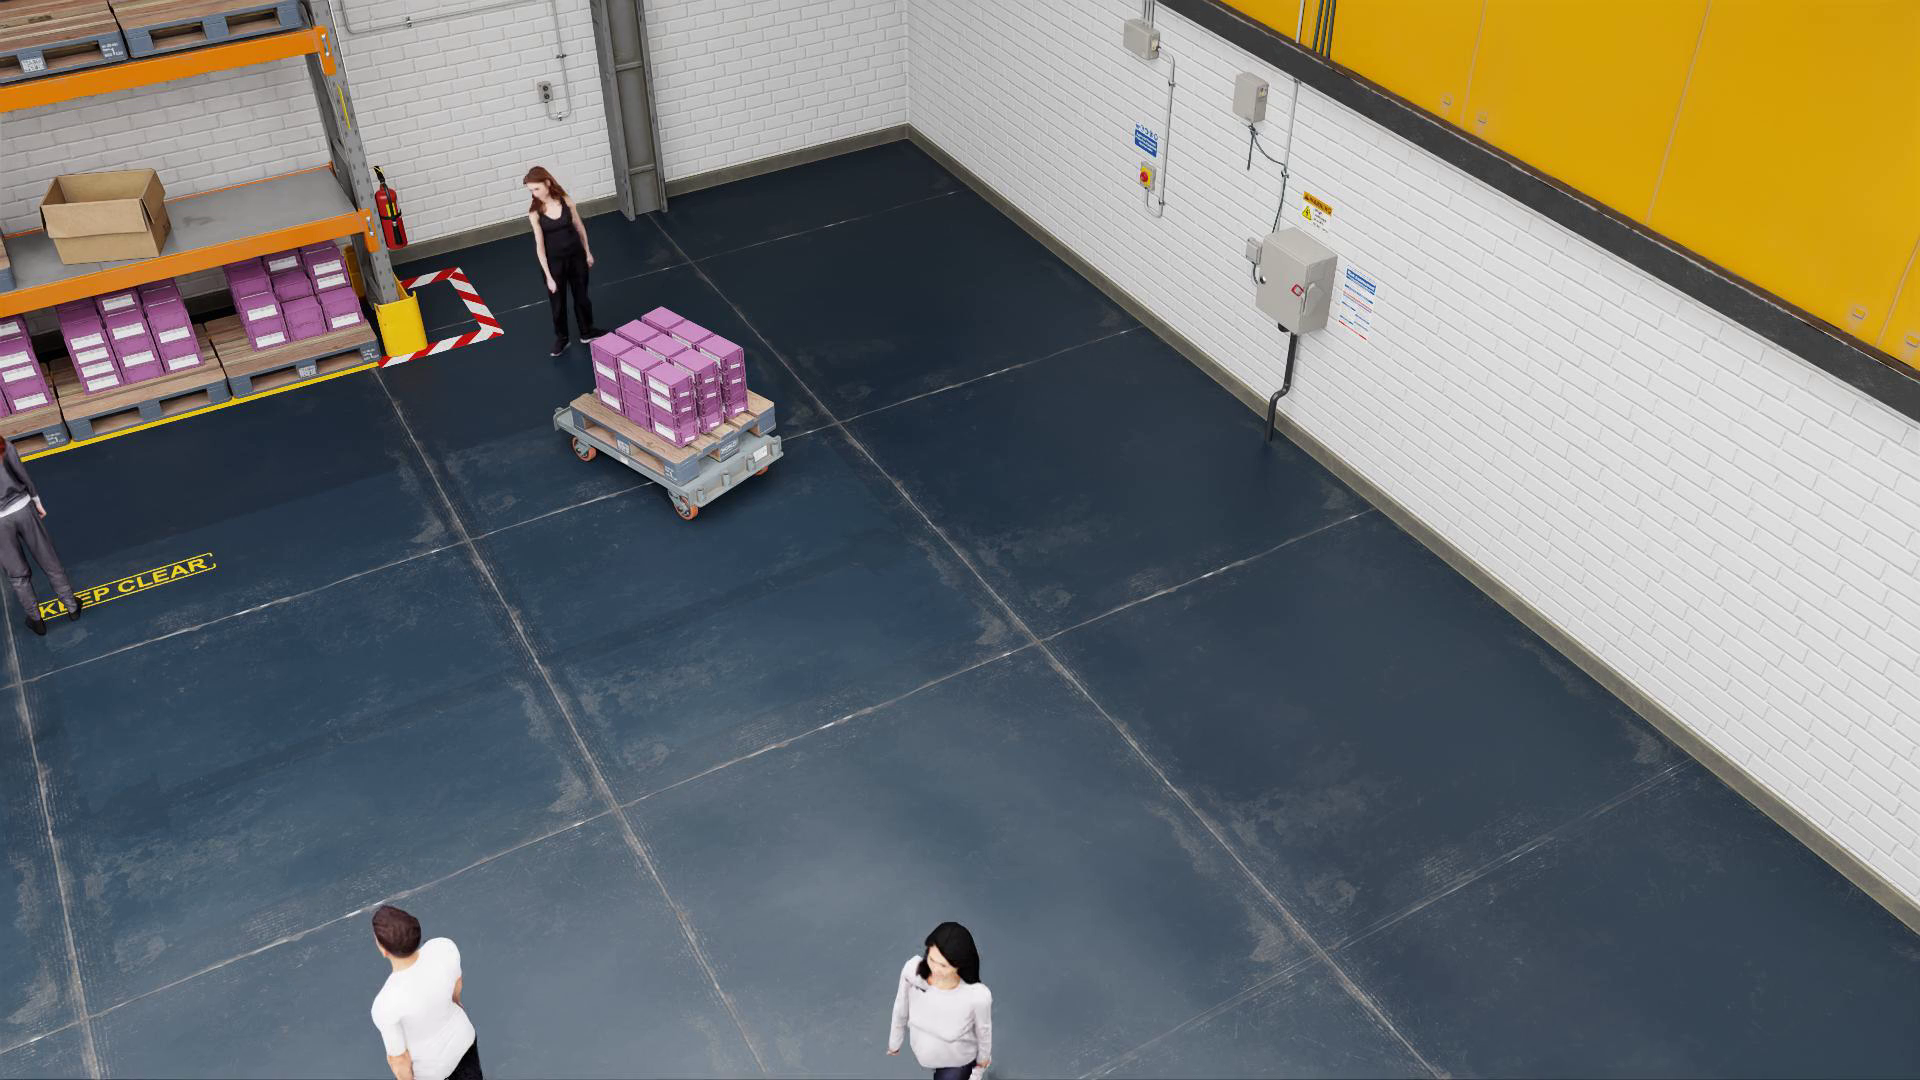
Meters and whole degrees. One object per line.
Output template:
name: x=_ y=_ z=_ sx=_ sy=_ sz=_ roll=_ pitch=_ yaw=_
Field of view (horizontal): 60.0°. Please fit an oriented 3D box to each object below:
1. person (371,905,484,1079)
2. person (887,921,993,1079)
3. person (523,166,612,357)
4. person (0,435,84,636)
person: x=-2.332 y=2.385 z=7.636 sx=1.084 sy=1.821 sz=1.149 roll=20 pitch=43 yaw=24
person: x=-0.035 y=2.325 z=7.838 sx=1.002 sy=1.662 sz=1.215 roll=19 pitch=42 yaw=22
person: x=-3.206 y=-2.328 z=13.615 sx=0.826 sy=1.723 sz=0.523 roll=26 pitch=45 yaw=29
person: x=-6.188 y=-0.132 z=10.823 sx=0.494 sy=1.776 sz=0.662 roll=-26 pitch=45 yaw=-28
